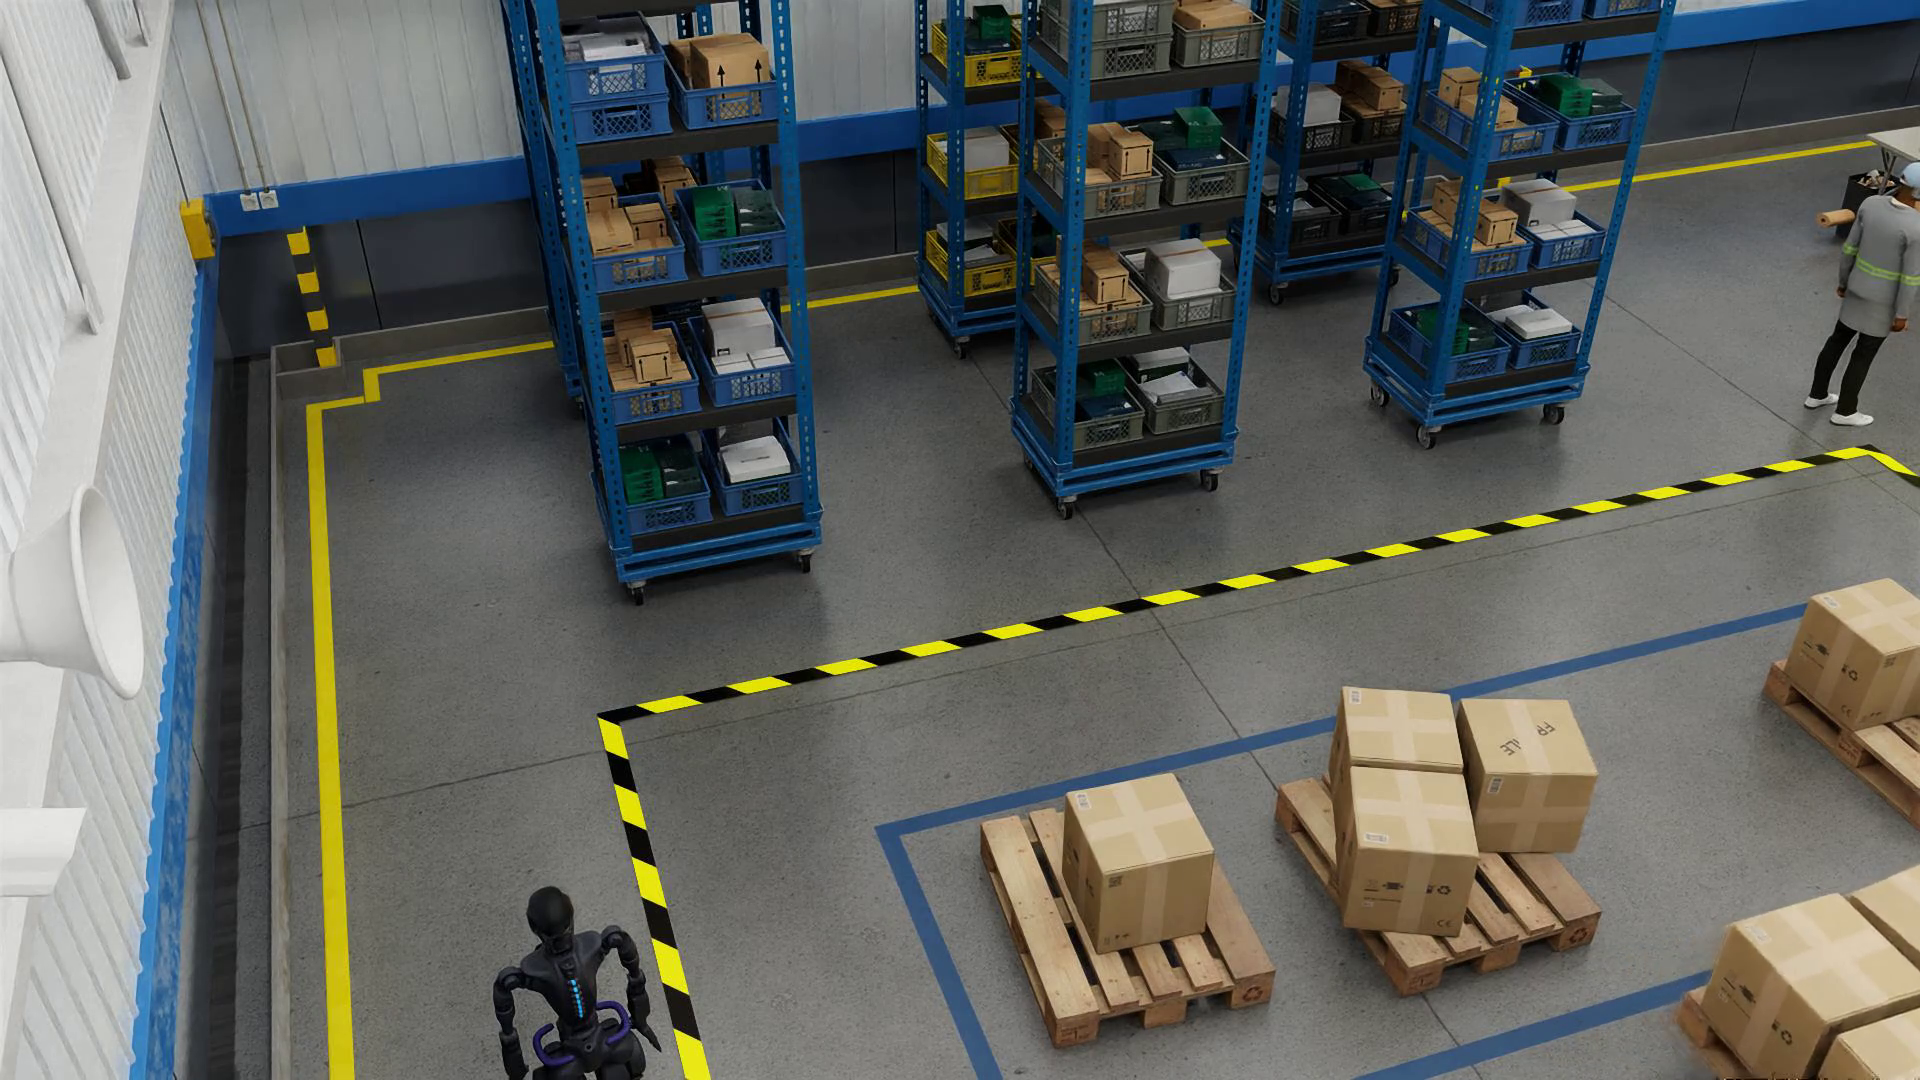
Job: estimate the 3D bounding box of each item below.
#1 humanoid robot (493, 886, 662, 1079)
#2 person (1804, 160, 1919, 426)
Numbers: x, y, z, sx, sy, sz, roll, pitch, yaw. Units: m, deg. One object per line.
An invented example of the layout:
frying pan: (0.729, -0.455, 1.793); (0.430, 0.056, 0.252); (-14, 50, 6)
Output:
humanoid robot: (-1.397, 1.898, 6.132); (0.599, 1.653, 0.315); (-18, 39, -24)
person: (6.066, -1.631, 10.995); (0.384, 1.849, 0.596); (-11, 37, -15)
